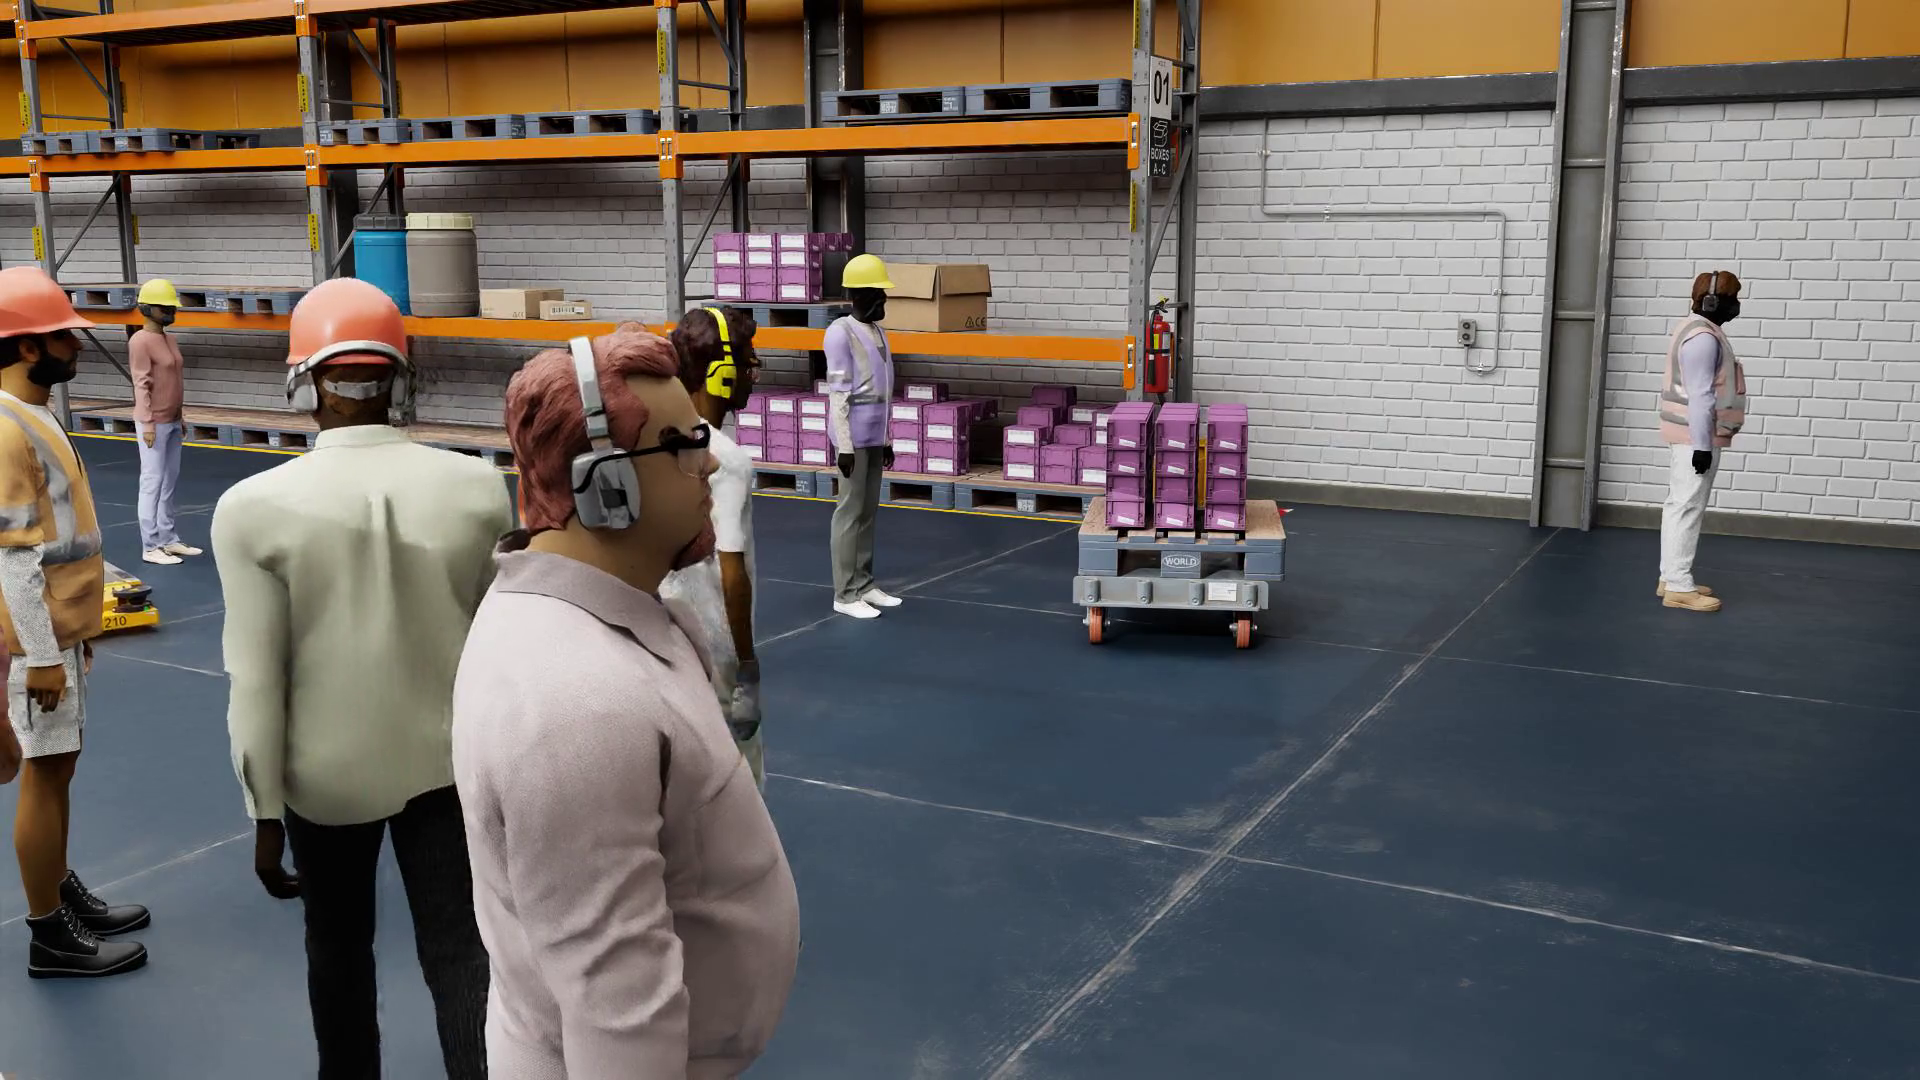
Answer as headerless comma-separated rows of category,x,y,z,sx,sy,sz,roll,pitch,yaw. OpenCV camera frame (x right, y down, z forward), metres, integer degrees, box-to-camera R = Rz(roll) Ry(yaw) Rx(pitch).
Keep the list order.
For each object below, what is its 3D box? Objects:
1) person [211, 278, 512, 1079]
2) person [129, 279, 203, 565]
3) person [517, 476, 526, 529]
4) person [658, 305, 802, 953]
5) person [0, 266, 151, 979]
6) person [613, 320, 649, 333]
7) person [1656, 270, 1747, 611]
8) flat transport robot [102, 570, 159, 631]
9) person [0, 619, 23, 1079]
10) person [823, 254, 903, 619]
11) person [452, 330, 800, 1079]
person,-1.134,0.456,3.351,0.607,1.955,1.001,-6,12,-31
person,-4.955,-0.737,10.370,0.328,1.765,0.532,0,10,-2
person,-1.387,0.196,5.534,0.729,1.667,0.554,1,10,7
person,-0.719,0.302,4.447,0.522,1.848,0.530,-9,14,-41
person,-2.496,0.231,4.576,0.351,1.942,0.545,-4,11,-22
person,-1.506,-0.200,7.771,0.523,1.639,0.306,-5,11,-24
person,4.063,-0.548,9.121,0.429,1.842,0.630,4,11,19
flat transport robot,-4.838,0.282,8.882,0.652,0.197,1.431,-9,13,-40
person,-2.477,0.396,3.677,1.040,1.946,0.616,3,11,17
person,-0.513,-0.556,8.930,0.369,1.928,0.585,4,11,20
person,-0.402,0.699,2.099,0.408,1.913,0.642,-3,11,-17
